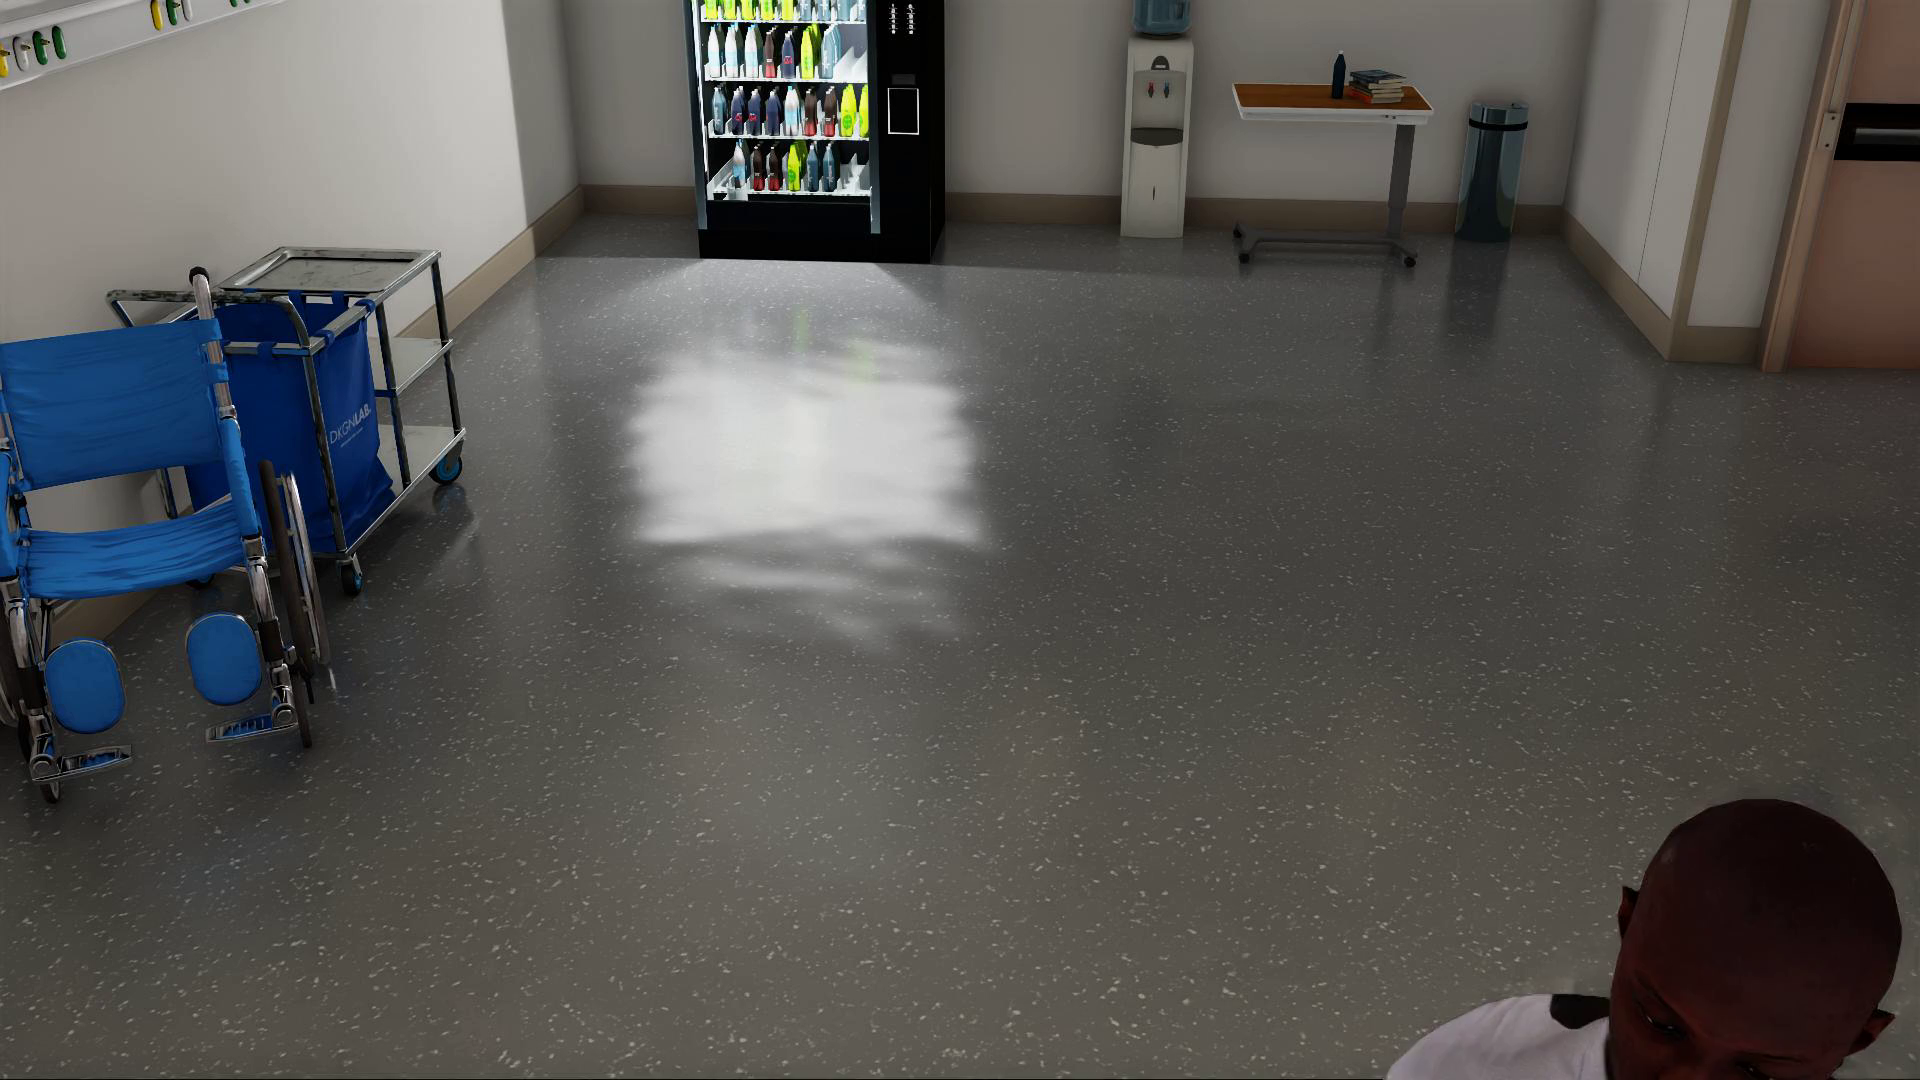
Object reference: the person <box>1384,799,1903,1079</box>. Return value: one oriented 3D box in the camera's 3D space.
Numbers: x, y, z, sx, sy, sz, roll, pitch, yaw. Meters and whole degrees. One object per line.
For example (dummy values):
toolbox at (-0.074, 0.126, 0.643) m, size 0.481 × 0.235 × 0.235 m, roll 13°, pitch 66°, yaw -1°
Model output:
person at (0.649, 0.953, 1.600) m, size 0.962 × 1.810 × 0.865 m, roll -22°, pitch 34°, yaw -38°
